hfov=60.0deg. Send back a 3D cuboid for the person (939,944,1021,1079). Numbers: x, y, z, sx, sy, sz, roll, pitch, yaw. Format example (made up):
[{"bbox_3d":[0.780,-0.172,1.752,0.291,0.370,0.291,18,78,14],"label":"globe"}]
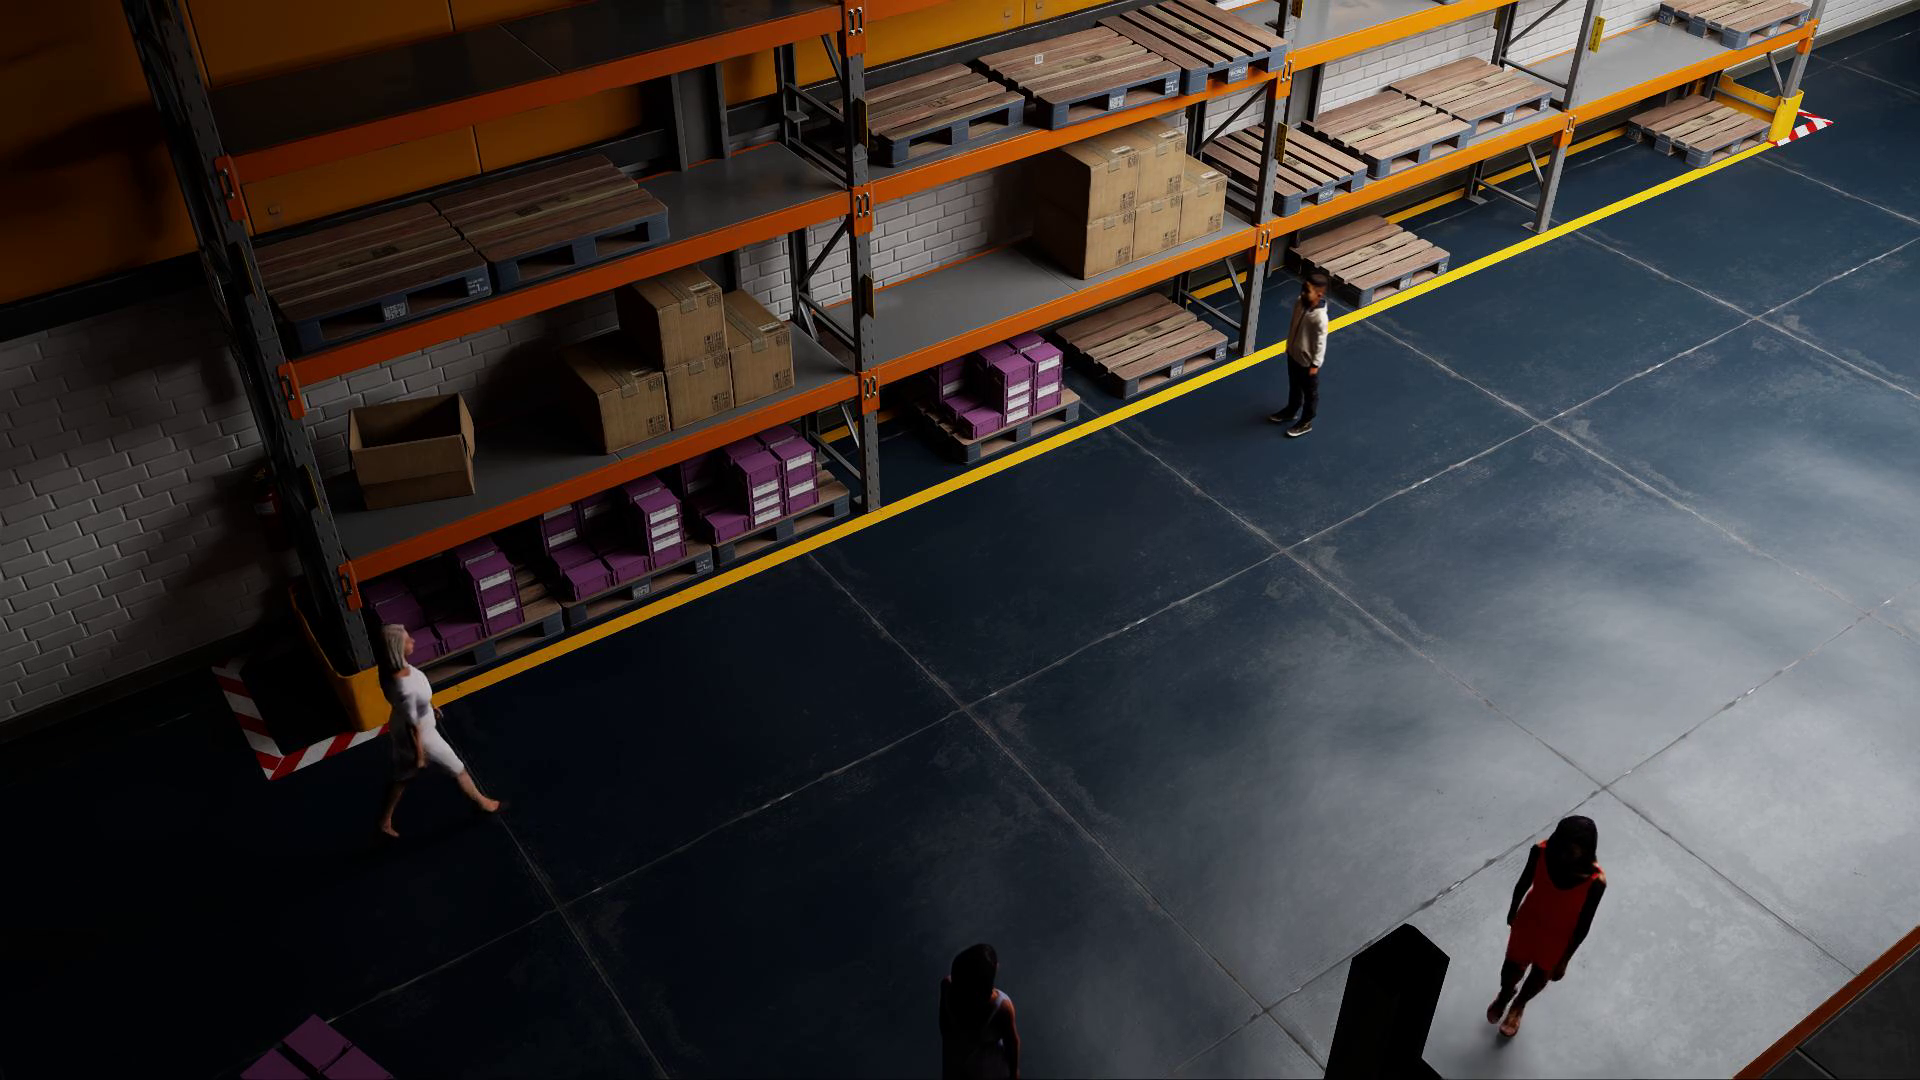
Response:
[{"bbox_3d":[0.088,2.575,8.291,0.655,1.696,0.662,17,42,20],"label":"person"}]

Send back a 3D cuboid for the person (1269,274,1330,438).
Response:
[{"bbox_3d":[2.843,-1.535,13.630,0.556,1.455,0.606,-16,41,-19],"label":"person"}]

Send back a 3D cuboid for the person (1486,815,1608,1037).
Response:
[{"bbox_3d":[3.193,2.040,8.950,0.668,1.708,0.697,24,45,27],"label":"person"}]

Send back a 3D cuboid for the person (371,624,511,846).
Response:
[{"bbox_3d":[-3.354,1.203,10.000,1.052,1.706,0.553,-23,44,-26],"label":"person"}]
